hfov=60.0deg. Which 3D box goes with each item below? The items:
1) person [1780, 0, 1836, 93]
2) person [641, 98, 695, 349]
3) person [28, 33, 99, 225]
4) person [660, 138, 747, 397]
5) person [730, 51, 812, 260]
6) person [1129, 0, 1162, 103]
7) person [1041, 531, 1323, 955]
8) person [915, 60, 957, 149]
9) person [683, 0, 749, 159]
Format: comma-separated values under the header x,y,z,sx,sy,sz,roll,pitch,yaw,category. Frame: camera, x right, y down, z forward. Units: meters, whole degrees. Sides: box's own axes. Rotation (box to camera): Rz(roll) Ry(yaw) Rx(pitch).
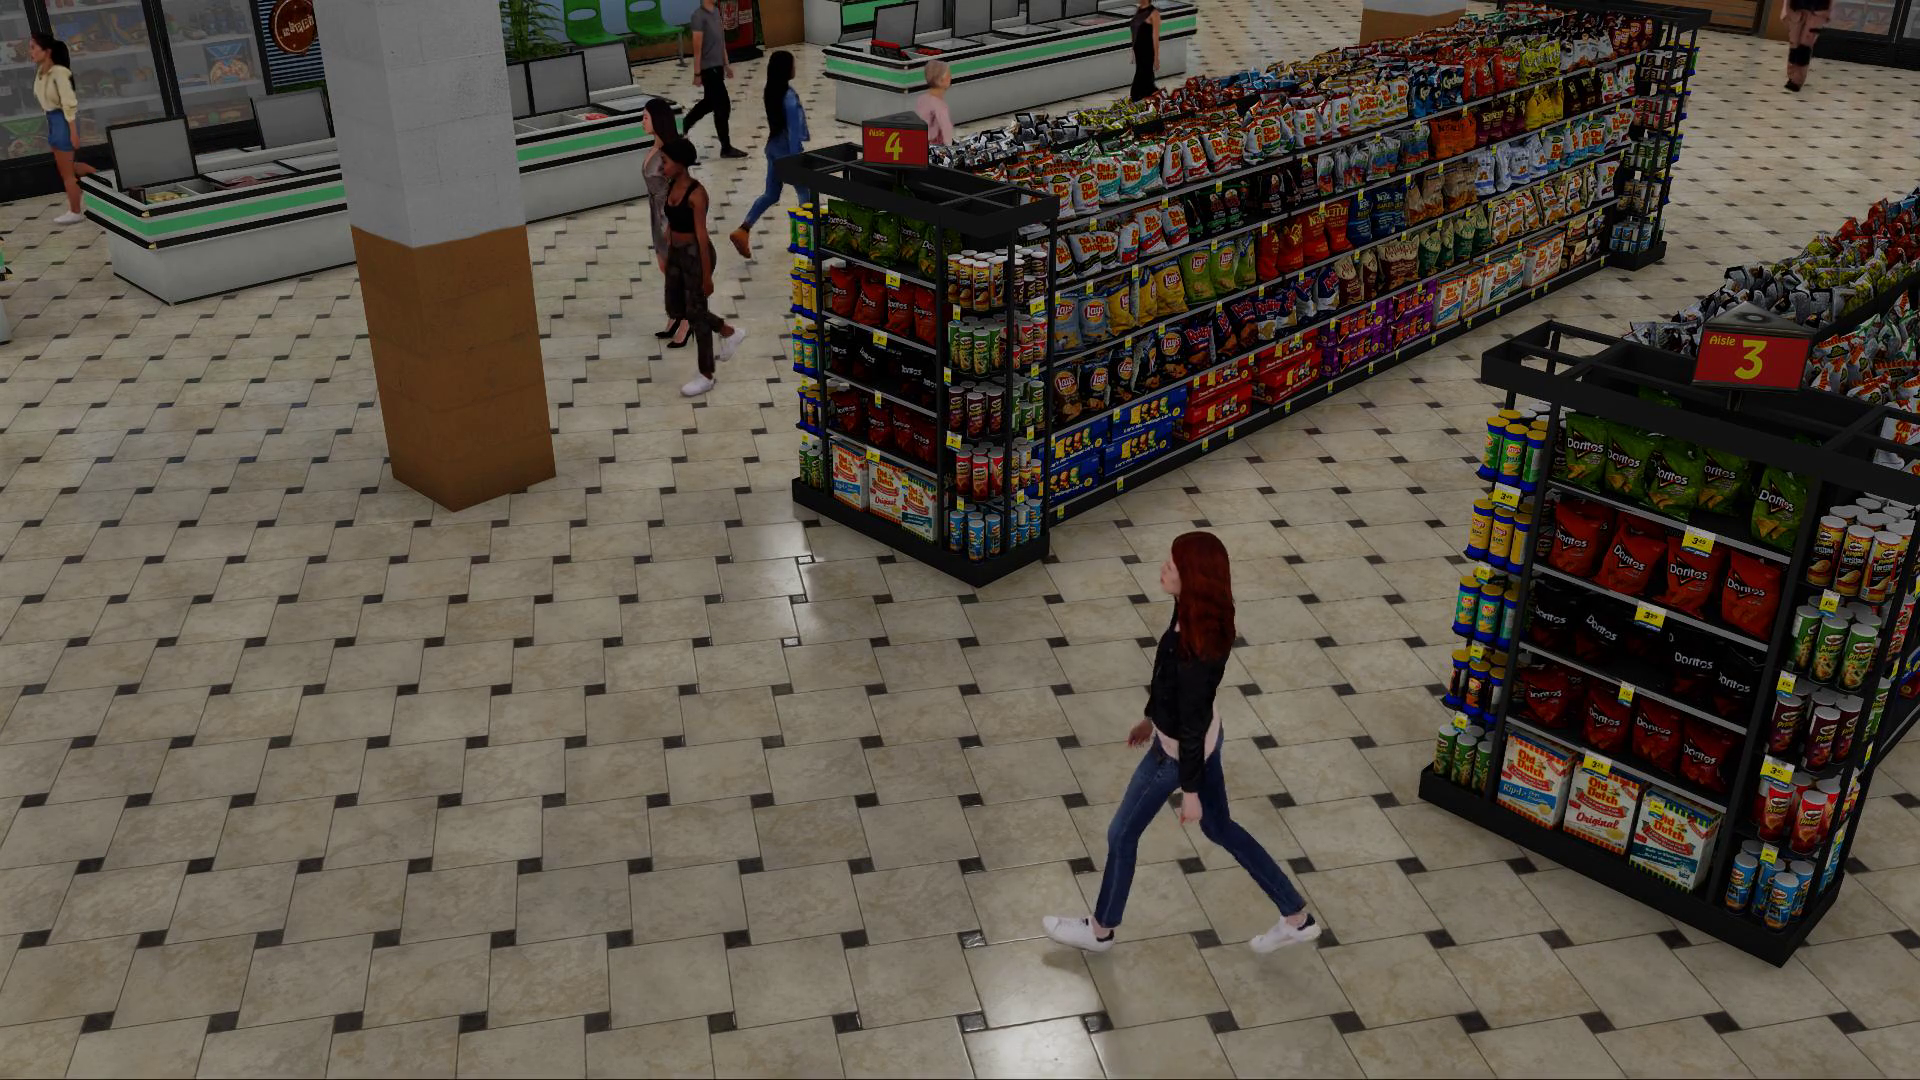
x,y,z,sx,sy,sz,roll,pitch,yaw,category
9.944,-6.165,19.419,0.763,1.795,1.106,16,31,29,person
-2.051,-2.228,11.708,0.617,1.746,0.656,-12,29,-23,person
-7.788,-3.615,14.584,0.639,1.619,0.866,24,35,38,person
-1.714,-1.821,10.972,0.638,1.686,0.823,24,36,39,person
-1.491,-3.056,13.405,1.136,1.689,0.733,-18,32,-31,person
2.018,-5.055,17.476,1.088,1.570,0.826,-11,29,-21,person
0.872,0.780,5.771,1.110,1.750,1.235,6,28,12,person
-0.299,-2.898,13.128,1.103,1.657,0.868,-9,28,-18,person
-2.568,-4.692,16.589,1.047,1.727,1.096,5,27,10,person
